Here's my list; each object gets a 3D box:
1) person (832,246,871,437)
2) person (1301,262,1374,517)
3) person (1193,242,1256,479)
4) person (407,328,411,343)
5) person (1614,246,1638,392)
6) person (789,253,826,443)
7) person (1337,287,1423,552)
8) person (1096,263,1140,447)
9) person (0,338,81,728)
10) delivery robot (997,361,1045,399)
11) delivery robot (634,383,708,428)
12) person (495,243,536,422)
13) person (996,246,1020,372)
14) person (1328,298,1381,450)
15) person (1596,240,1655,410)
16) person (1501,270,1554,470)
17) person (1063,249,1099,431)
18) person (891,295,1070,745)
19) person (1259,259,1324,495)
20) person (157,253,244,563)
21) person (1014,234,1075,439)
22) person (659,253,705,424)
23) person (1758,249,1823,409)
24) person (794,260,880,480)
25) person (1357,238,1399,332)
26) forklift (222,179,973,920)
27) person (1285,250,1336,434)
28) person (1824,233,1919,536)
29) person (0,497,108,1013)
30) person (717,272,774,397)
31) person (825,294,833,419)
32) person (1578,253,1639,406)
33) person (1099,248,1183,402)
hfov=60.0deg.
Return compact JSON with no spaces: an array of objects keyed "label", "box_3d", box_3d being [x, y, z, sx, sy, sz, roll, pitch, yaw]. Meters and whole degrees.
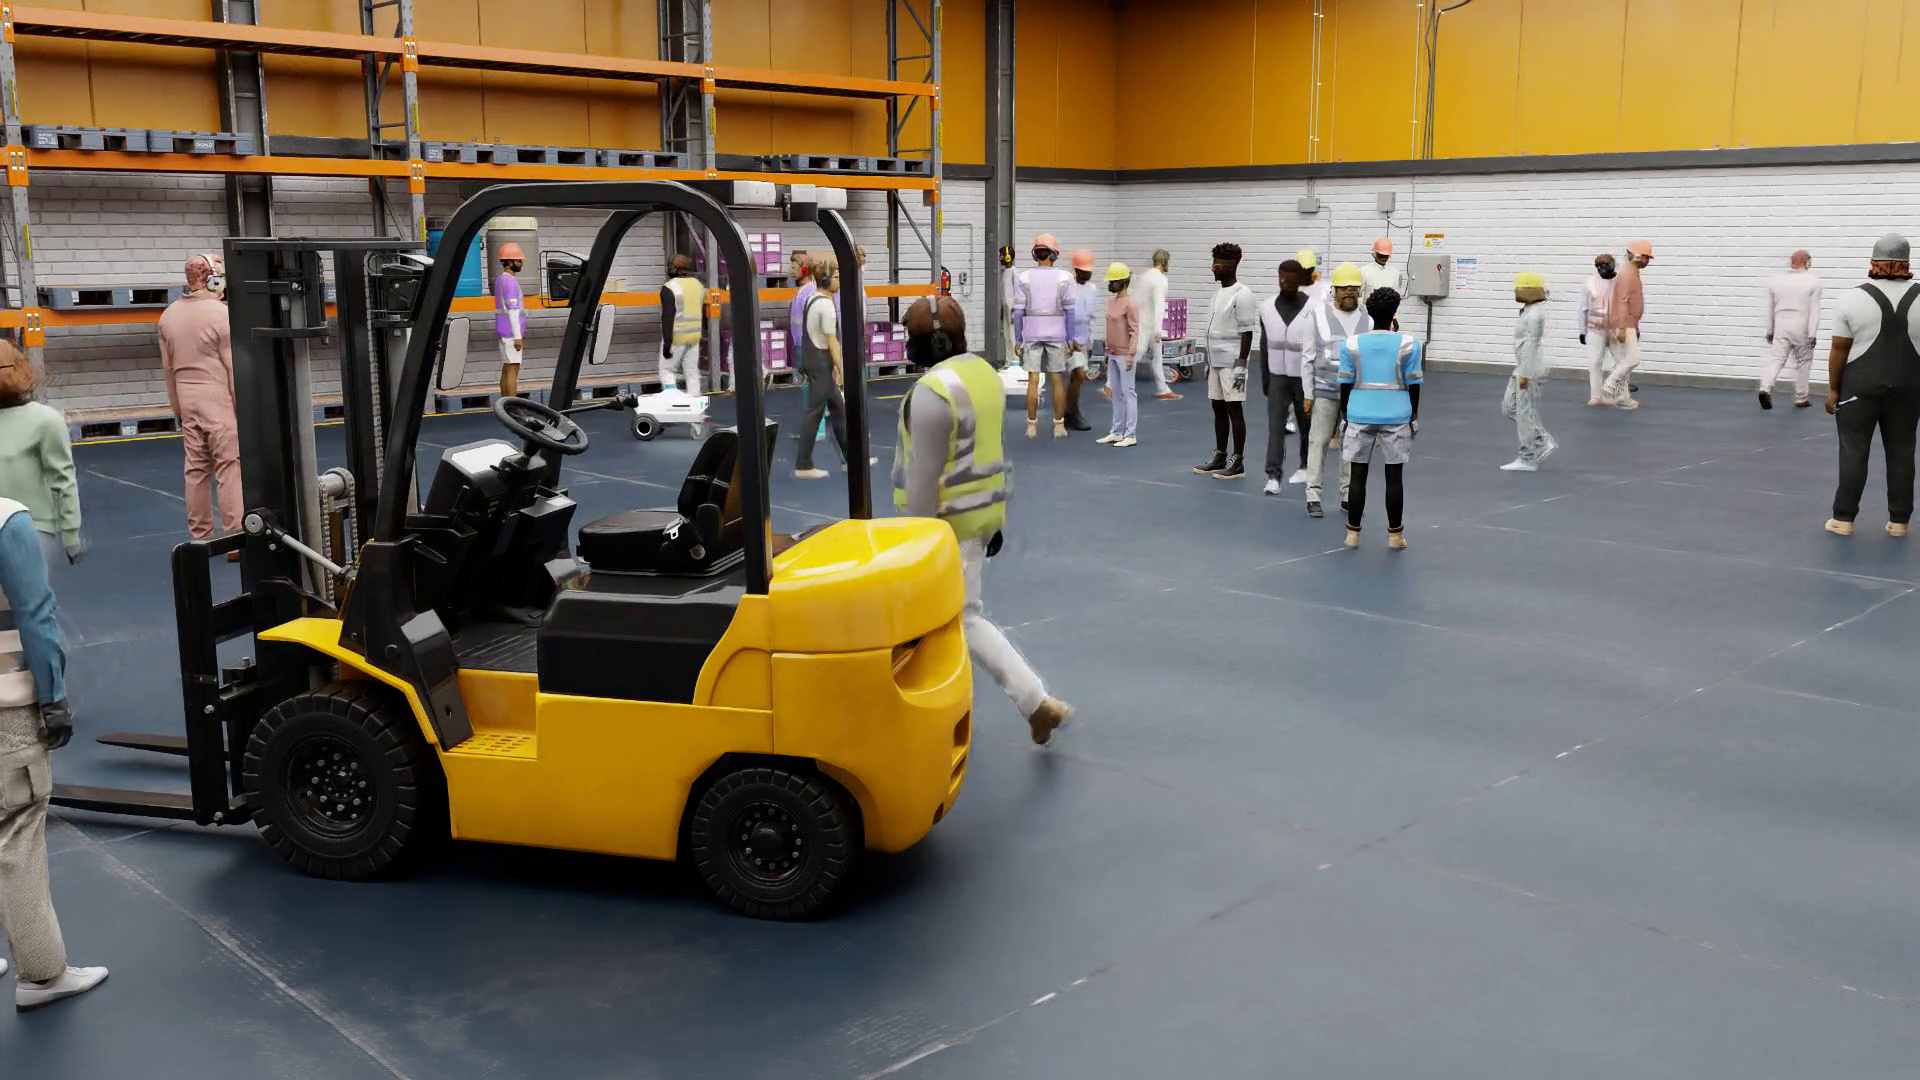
[{"label":"person","box_3d":[-1.078,-1.940,16.412,0.371,1.936,0.627,1,10,6]},{"label":"person","box_3d":[2.747,-1.074,11.966,0.592,1.834,0.404,-1,10,-5]},{"label":"person","box_3d":[2.224,-1.498,13.914,0.361,1.965,0.613,-4,11,-20]},{"label":"person","box_3d":[-5.804,-1.876,16.871,0.513,1.639,0.313,1,10,3]},{"label":"person","box_3d":[8.739,-2.901,21.652,0.377,1.932,0.552,3,11,17]},{"label":"person","box_3d":[-1.466,-1.864,16.243,0.373,1.843,0.572,-3,11,-18]},{"label":"person","box_3d":[2.685,-0.768,10.670,0.535,1.697,0.318,3,11,17]},{"label":"person","box_3d":[1.530,-1.775,15.990,0.328,1.762,0.523,-4,11,-22]},{"label":"person","box_3d":[-3.862,0.001,6.694,0.505,1.616,0.553,2,11,12]},{"label":"delivery robot","box_3d":[0.642,-1.847,19.415,0.707,0.478,0.477,1,10,4]},{"label":"delivery robot","box_3d":[-2.871,-1.323,16.556,0.707,0.478,0.477,0,10,0]},{"label":"person","box_3d":[-4.866,-2.255,18.116,0.364,1.939,0.542,-5,12,-27]},{"label":"person","box_3d":[0.708,-3.331,24.194,0.330,1.865,0.518,-4,11,-19]},{"label":"person","box_3d":[3.661,-1.646,15.522,0.673,1.681,0.537,0,10,2]},{"label":"person","box_3d":[7.746,-2.480,19.258,0.433,1.967,0.658,6,12,31]},{"label":"person","box_3d":[4.873,-1.448,14.297,0.392,1.731,0.487,2,11,11]},{"label":"person","box_3d":[1.172,-2.057,17.200,0.567,1.877,0.641,-9,13,-39]},{"label":"person","box_3d":[0.058,-0.049,6.508,0.832,1.815,0.651,5,11,25]},{"label":"person","box_3d":[2.659,-1.308,13.249,0.590,1.850,1.035,6,12,29]},{"label":"person","box_3d":[-4.622,-0.814,10.345,0.637,1.911,0.403,5,11,25]},{"label":"person","box_3d":[0.841,-2.019,16.573,0.611,2.032,0.403,1,10,6]},{"label":"person","box_3d":[-3.007,-2.137,17.788,0.493,1.835,0.641,7,13,35]},{"label":"person","box_3d":[9.700,-2.458,19.421,0.933,1.873,0.655,-8,13,-37]},{"label":"person","box_3d":[-1.015,-1.408,13.843,0.872,1.808,0.536,-3,11,-16]},{"label":"person","box_3d":[5.300,-2.825,21.102,0.611,1.985,0.393,-3,11,-17]},{"label":"forklift","box_3d":[-1.114,-0.058,5.440,2.313,2.155,1.214,2,11,13]},{"label":"person","box_3d":[3.577,-2.040,17.141,0.604,1.875,1.007,3,11,17]},{"label":"person","box_3d":[6.196,-1.045,11.245,0.683,2.000,0.536,2,11,13]},{"label":"person","box_3d":[-2.554,0.424,4.322,0.514,1.643,0.307,2,11,12]},{"label":"person","box_3d":[-2.698,-2.574,20.807,0.656,1.602,0.534,-2,11,-11]},{"label":"person","box_3d":[-1.343,-2.076,18.003,0.563,1.615,0.563,-5,12,-27]},{"label":"person","box_3d":[7.747,-2.487,19.770,0.761,1.810,0.486,3,11,17]},{"label":"person","box_3d":[2.201,-2.598,20.214,1.081,1.877,0.669,-2,11,-11]}]
